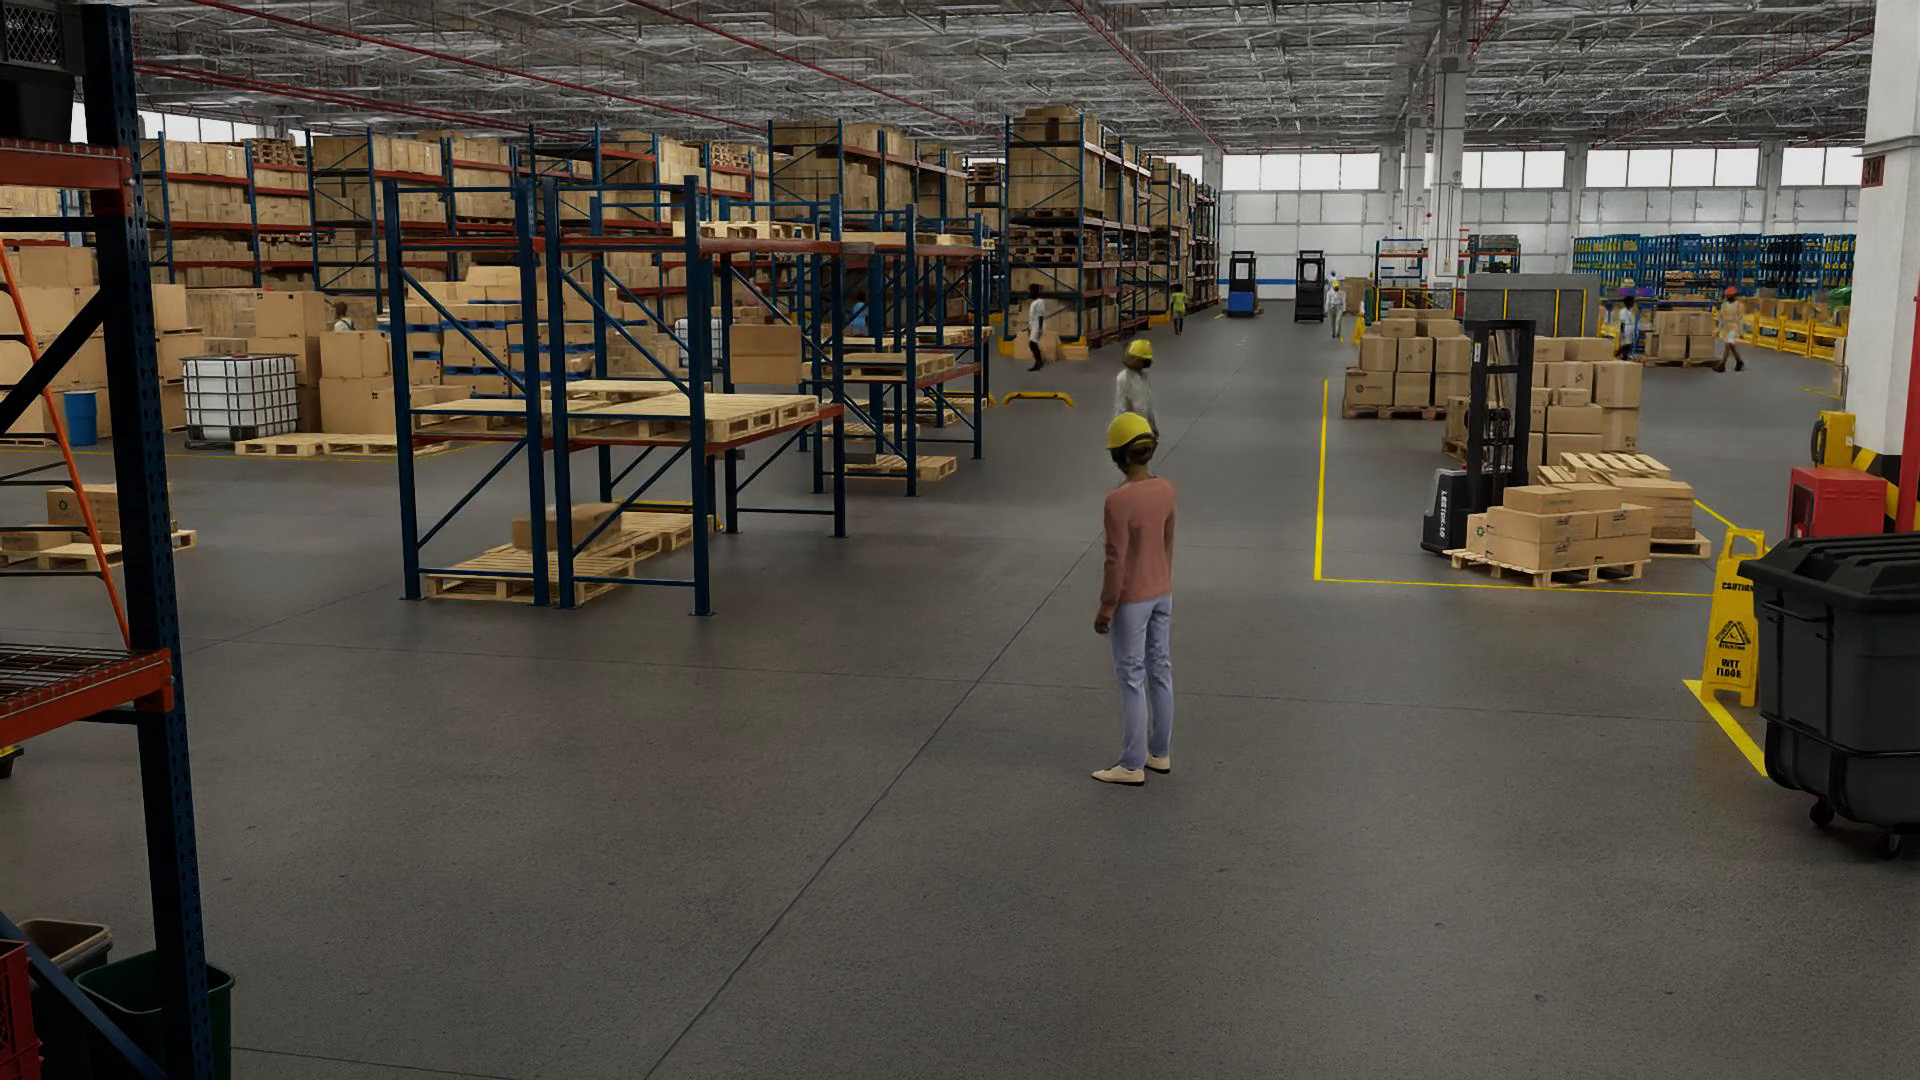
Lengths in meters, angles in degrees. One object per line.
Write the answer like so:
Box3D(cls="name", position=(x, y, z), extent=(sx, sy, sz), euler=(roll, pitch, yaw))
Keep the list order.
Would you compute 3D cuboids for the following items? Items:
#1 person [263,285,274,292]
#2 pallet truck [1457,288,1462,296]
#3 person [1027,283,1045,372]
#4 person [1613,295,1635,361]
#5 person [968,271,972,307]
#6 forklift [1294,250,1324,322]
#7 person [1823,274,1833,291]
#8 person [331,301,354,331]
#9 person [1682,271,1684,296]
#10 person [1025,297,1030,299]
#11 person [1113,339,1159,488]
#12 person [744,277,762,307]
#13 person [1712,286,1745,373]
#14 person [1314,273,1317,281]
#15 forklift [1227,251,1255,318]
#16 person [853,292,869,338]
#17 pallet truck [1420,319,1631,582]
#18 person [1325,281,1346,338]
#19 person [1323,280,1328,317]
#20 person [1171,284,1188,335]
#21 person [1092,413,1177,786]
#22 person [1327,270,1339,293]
Box3D(cls="person", position=(-14.172, -4.255, 34.188), extent=(0.356, 1.939, 0.543), euler=(1, 10, 4))
Box3D(cls="pallet truck", position=(20.506, -9.785, 68.819), extent=(0.653, 1.274, 1.630), euler=(2, 10, 12))
Box3D(cls="person", position=(1.640, -4.635, 36.393), extent=(0.427, 1.951, 0.650), euler=(-2, 10, -13))
Box3D(cls="person", position=(14.893, -4.656, 37.289), extent=(0.528, 1.685, 0.542), euler=(9, 13, 43))
Box3D(cls="person", position=(0.565, -11.661, 78.096), extent=(0.562, 1.917, 0.442), euler=(1, 10, 8))
Box3D(cls="forklift", position=(13.778, -10.002, 65.433), extent=(1.129, 2.768, 1.873), euler=(2, 10, 12))
Box3D(cls="person", position=(41.152, -11.747, 78.987), extent=(0.993, 1.798, 0.577), euler=(3, 10, 20))
Box3D(cls="person", position=(-9.537, -2.775, 25.726), extent=(0.522, 1.837, 0.531), euler=(1, 10, 7))
Box3D(cls="person", position=(35.579, -12.322, 81.787), extent=(0.379, 1.996, 0.609), euler=(8, 12, 39))
Box3D(cls="person", position=(2.510, -8.262, 57.916), extent=(0.638, 1.937, 0.357), euler=(-9, 13, -43))
Box3D(cls="person", position=(1.671, -1.071, 15.988), extent=(0.445, 1.713, 0.557), euler=(6, 11, 33))
Box3D(cls="person", position=(-6.537, -7.310, 52.376), extent=(0.645, 1.907, 0.400), euler=(6, 11, 31))
Box3D(cls="person", position=(16.968, -4.620, 36.495), extent=(0.967, 1.900, 0.551), euler=(-5, 11, -27))
Box3D(cls="person", position=(18.791, -13.196, 87.755), extent=(0.517, 1.724, 0.506), euler=(8, 13, 41))
Box3D(cls="forklift", position=(11.905, -10.822, 70.287), extent=(1.129, 2.768, 1.873), euler=(2, 10, 12))
Box3D(cls="person", position=(-2.547, -5.496, 42.389), extent=(0.529, 1.660, 0.868), euler=(7, 12, 35))
Box3D(cls="pallet truck", position=(4.543, -0.757, 13.299), extent=(0.823, 1.965, 1.885), euler=(-4, 10, -22))
Box3D(cls="person", position=(11.779, -7.223, 52.192), extent=(0.619, 1.785, 0.931), euler=(3, 10, 15))
Box3D(cls="person", position=(15.458, -10.274, 70.836), extent=(0.656, 1.597, 0.506), euler=(-2, 10, -12))
Box3D(cls="person", position=(7.130, -7.480, 54.029), extent=(0.549, 1.681, 0.397), euler=(1, 10, 7))
Box3D(cls="person", position=(0.819, 0.280, 7.866), extent=(0.327, 1.761, 0.522), euler=(8, 13, 40))
Box3D(cls="person", position=(18.200, -12.178, 81.101), extent=(0.647, 1.938, 0.547), euler=(-3, 10, -16))
